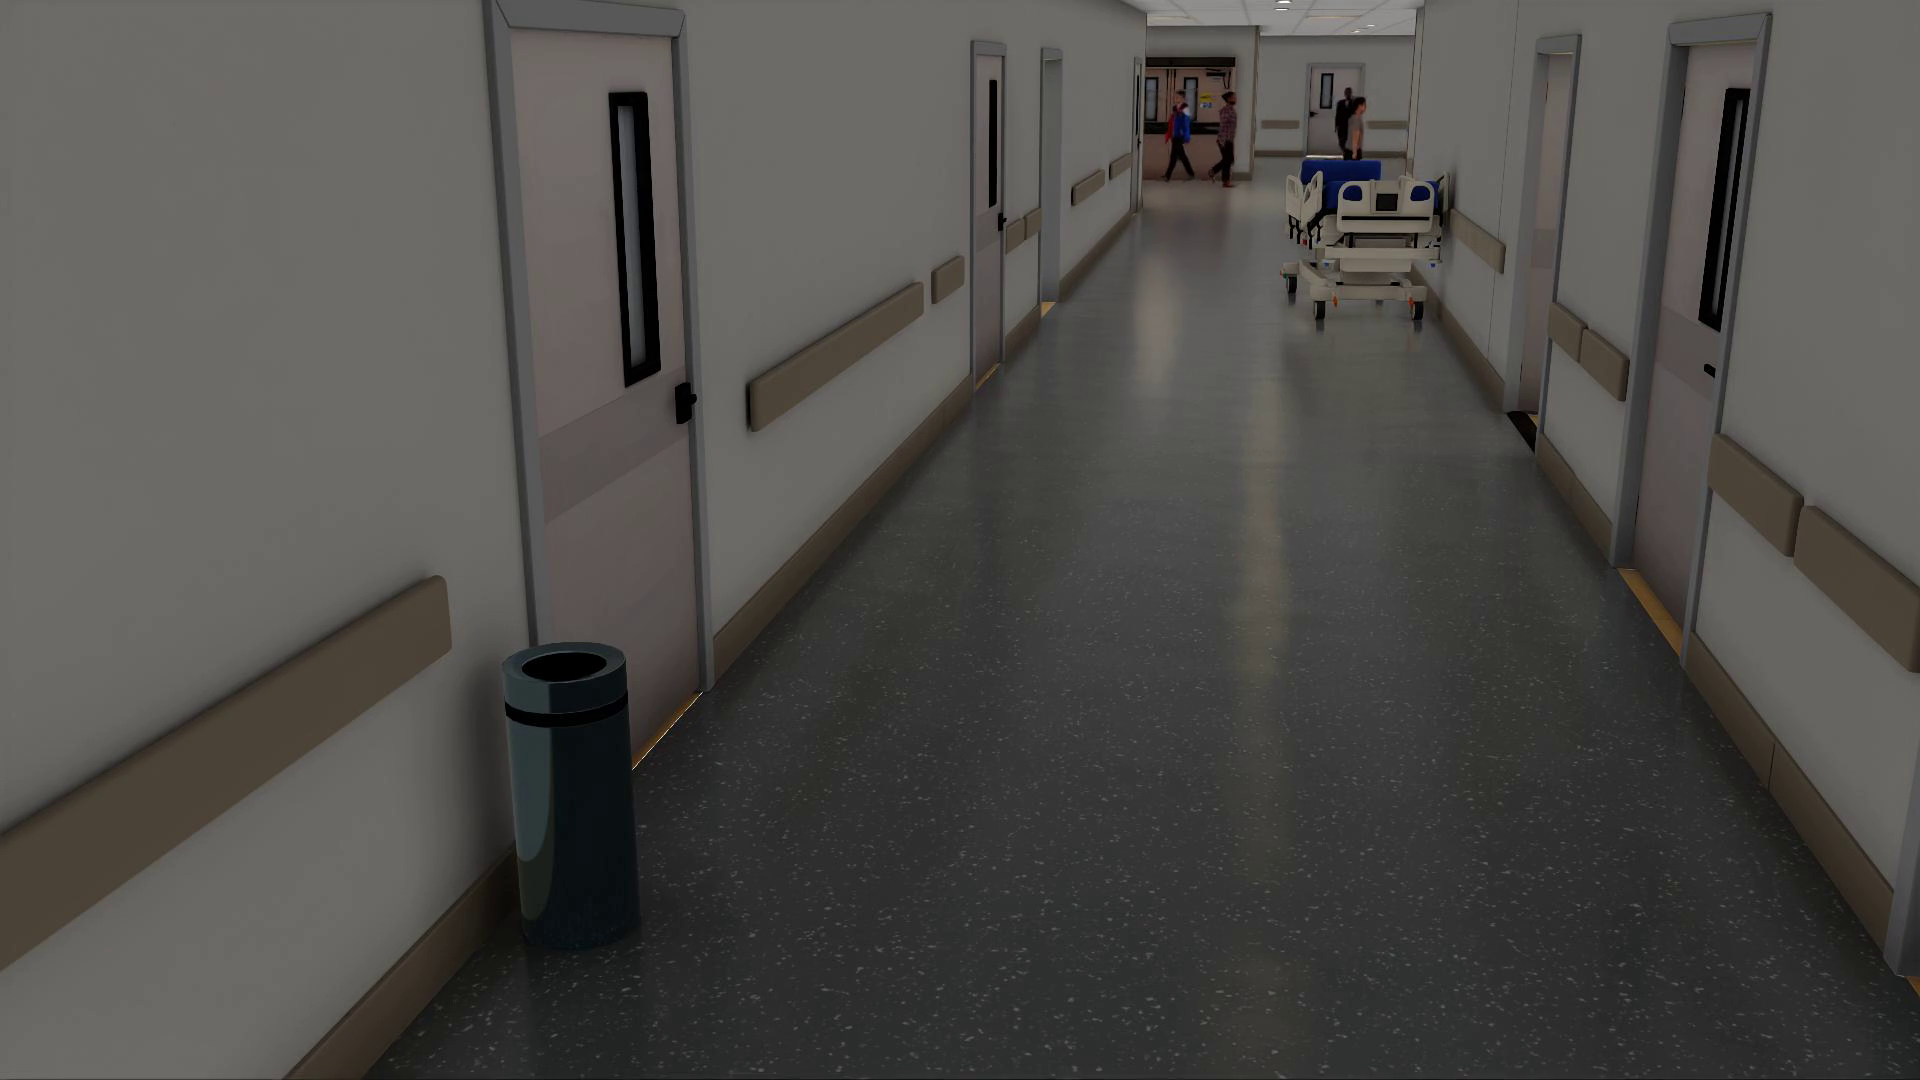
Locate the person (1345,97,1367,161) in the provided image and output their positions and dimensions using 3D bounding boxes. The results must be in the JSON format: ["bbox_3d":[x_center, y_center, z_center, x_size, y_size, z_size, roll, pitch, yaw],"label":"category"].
[{"bbox_3d":[6.522,-6.556,27.902,0.835,1.709,0.671,2,16,7],"label":"person"}]

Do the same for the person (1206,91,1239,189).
[{"bbox_3d":[4.903,-7.463,31.050,0.974,1.745,0.833,7,17,24],"label":"person"}]

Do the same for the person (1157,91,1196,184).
[{"bbox_3d":[4.302,-7.746,32.116,1.245,1.712,1.102,-8,18,-26],"label":"person"}]

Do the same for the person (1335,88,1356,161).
[{"bbox_3d":[8.875,-9.449,38.110,1.125,1.738,0.951,9,18,28],"label":"person"}]
